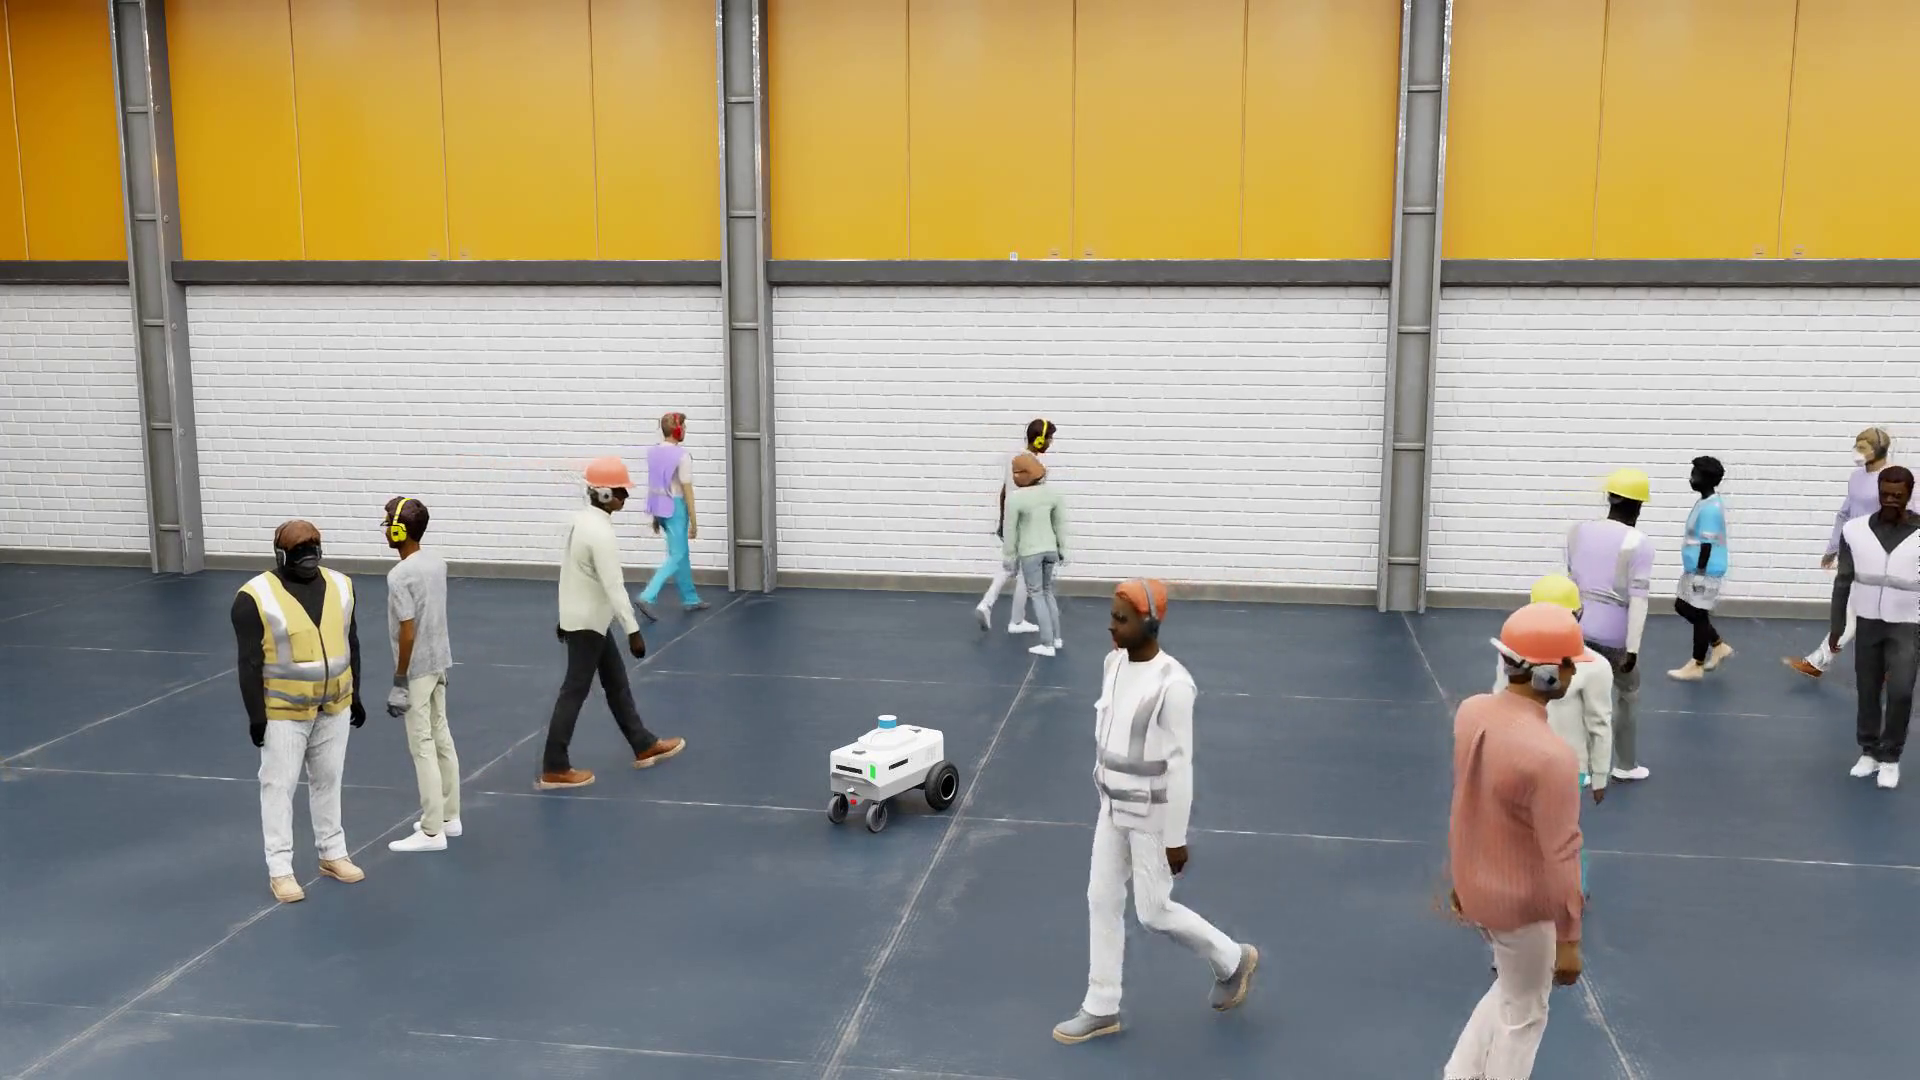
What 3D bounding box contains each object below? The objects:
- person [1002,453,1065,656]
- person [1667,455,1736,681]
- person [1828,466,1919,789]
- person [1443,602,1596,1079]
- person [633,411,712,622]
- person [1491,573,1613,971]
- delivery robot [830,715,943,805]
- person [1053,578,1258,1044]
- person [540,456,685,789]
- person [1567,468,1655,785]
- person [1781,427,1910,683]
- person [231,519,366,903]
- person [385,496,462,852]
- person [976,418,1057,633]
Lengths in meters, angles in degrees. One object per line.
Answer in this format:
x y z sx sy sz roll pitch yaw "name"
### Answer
0.597 0.113 13.115 0.533 1.609 0.409 -6 11 -35 "person"
5.472 0.215 12.236 0.389 1.684 0.550 3 10 19 "person"
5.452 0.510 9.787 0.618 1.895 0.645 8 12 42 "person"
1.844 1.171 5.465 0.442 1.974 0.643 -2 9 -11 "person"
-2.529 -0.215 14.521 0.859 1.818 0.576 -8 12 -42 "person"
2.648 0.983 7.444 0.918 1.724 0.520 -7 12 -39 "person"
-0.404 1.220 9.255 0.477 0.478 0.707 6 11 34 "delivery robot"
0.778 1.056 6.554 0.790 1.861 0.583 -4 10 -23 "person"
-2.067 0.479 9.837 0.983 1.944 0.675 -4 10 -21 "person"
3.827 0.519 9.764 0.794 1.891 0.610 -7 12 -38 "person"
6.543 0.125 12.178 0.995 1.890 0.656 1 9 7 "person"
-3.186 0.810 8.116 0.430 1.845 0.624 8 12 39 "person"
-2.840 0.701 8.697 0.334 1.873 0.517 1 9 9 "person"
0.451 -0.091 13.704 0.621 1.825 0.592 -7 12 -38 "person"
